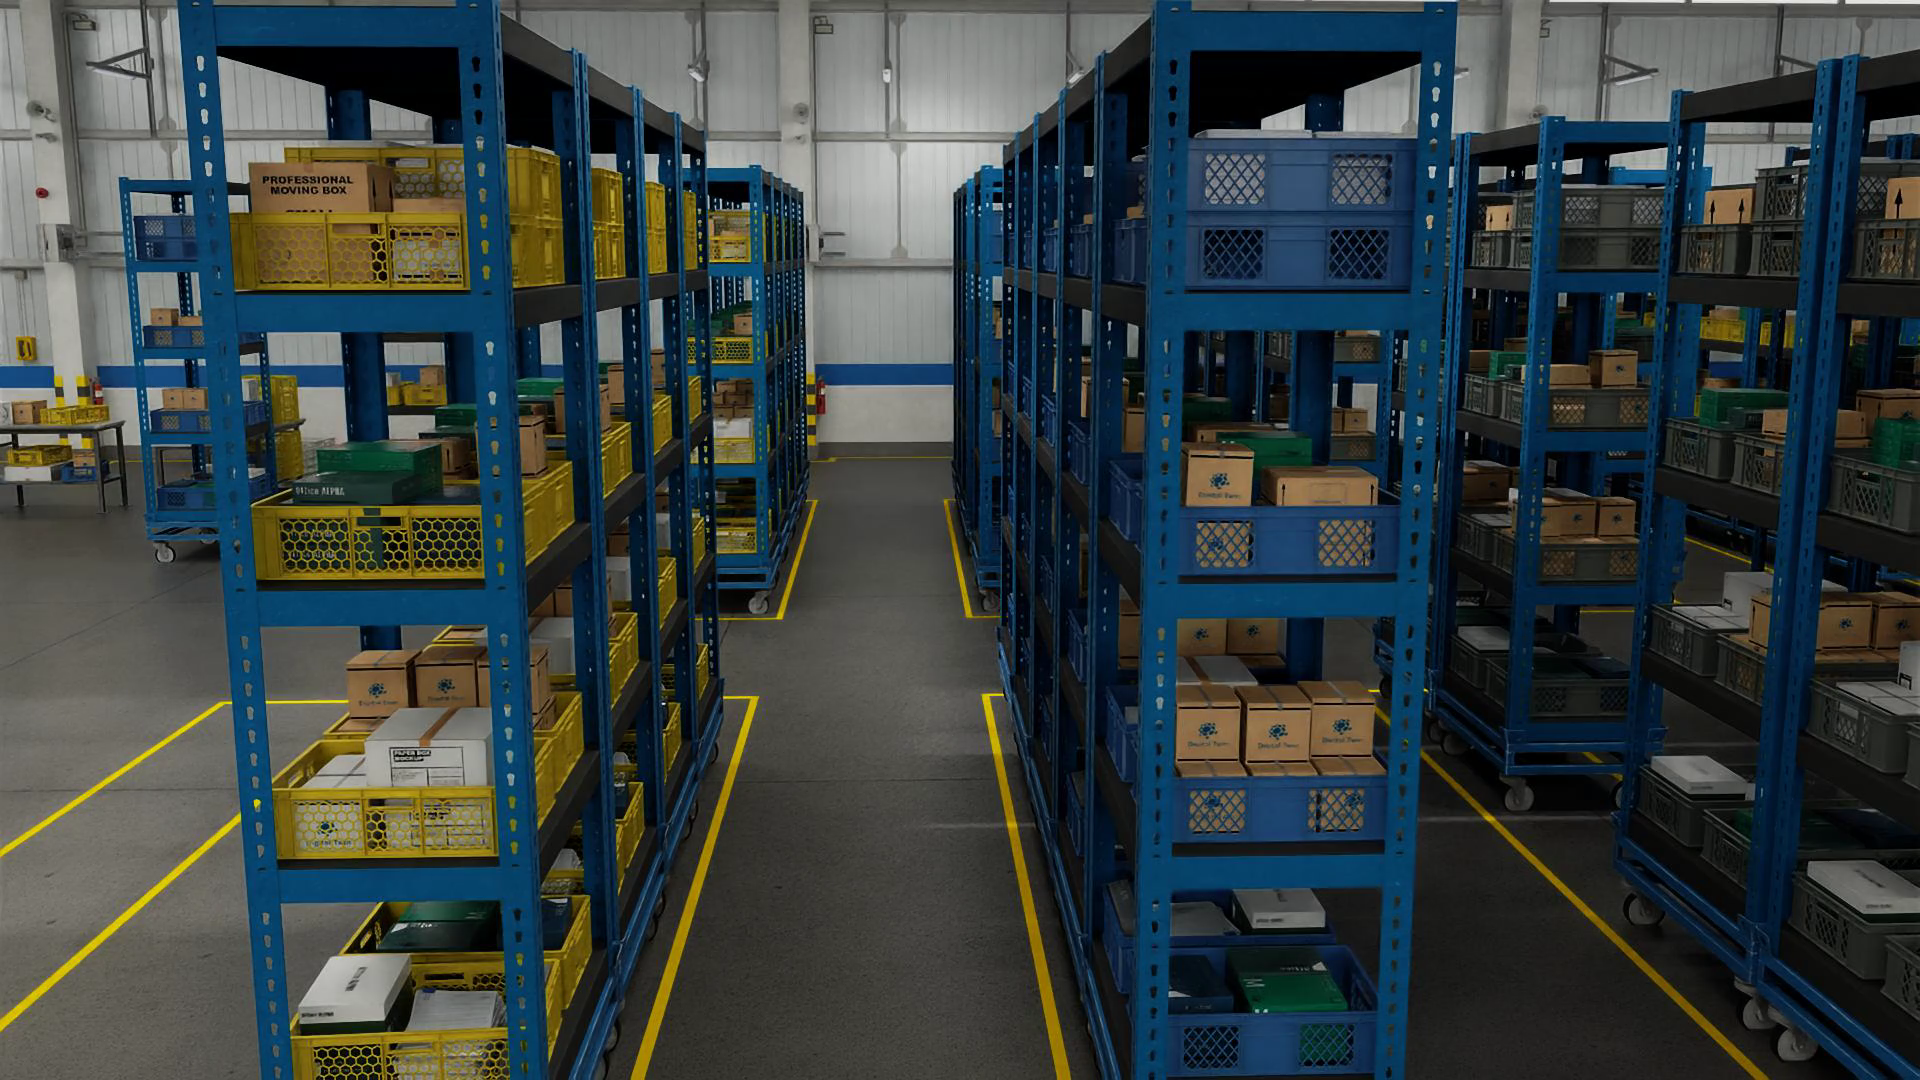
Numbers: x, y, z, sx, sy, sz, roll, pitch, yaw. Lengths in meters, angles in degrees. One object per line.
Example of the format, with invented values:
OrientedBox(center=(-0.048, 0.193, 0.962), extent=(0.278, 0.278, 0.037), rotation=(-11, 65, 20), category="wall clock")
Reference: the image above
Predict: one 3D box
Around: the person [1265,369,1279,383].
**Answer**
OrientedBox(center=(4.097, -1.749, 21.743), extent=(0.527, 1.829, 0.582), rotation=(0, 10, -2), category="person")
